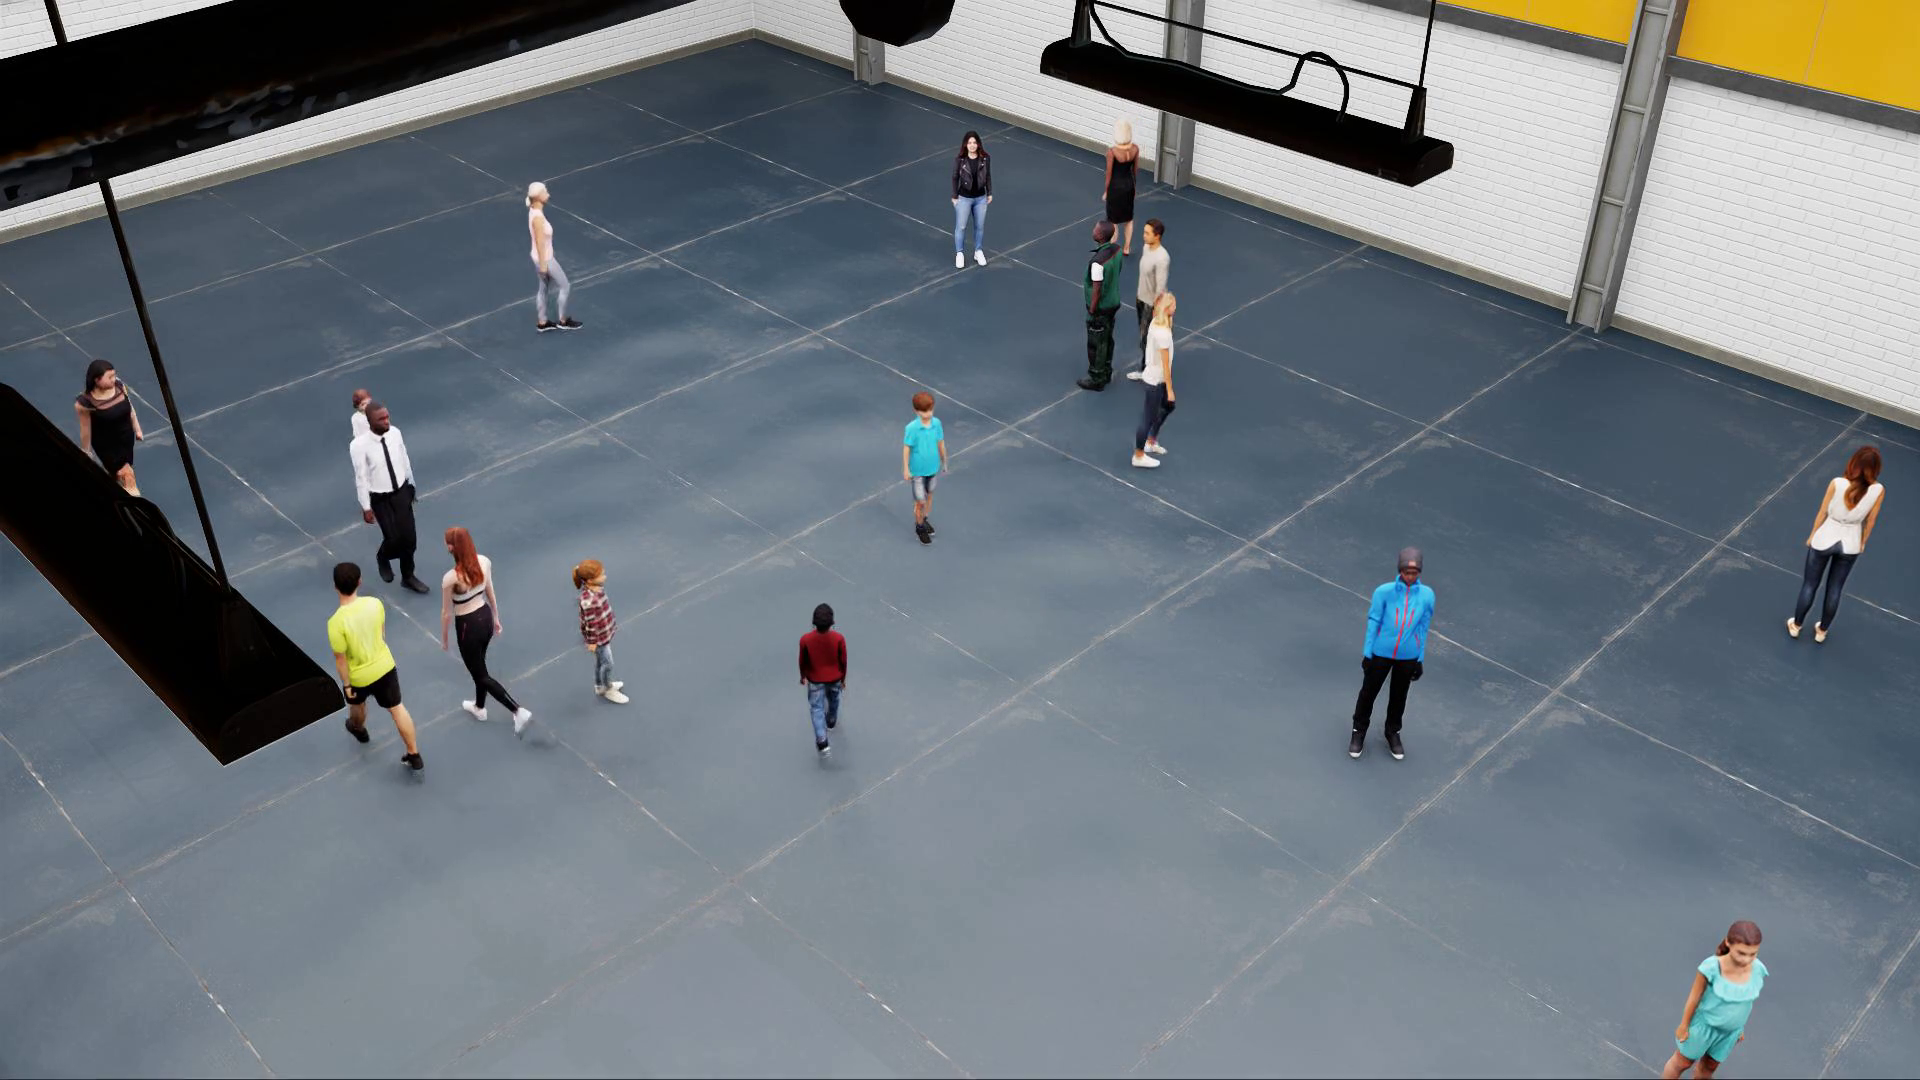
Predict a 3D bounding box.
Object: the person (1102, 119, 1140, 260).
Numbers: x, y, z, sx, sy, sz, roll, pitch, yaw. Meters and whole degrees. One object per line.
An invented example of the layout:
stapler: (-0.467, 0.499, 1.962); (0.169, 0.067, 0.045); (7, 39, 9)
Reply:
person: (1.909, -4.140, 19.715); (0.647, 1.748, 0.611); (-15, 37, -22)

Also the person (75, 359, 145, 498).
person: (-7.630, -0.857, 14.850); (1.206, 1.666, 0.957); (17, 37, 23)

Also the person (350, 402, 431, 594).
person: (-4.849, -0.368, 13.975); (0.818, 1.820, 0.718); (23, 40, 30)

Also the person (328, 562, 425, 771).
person: (-4.246, 0.965, 12.113); (1.135, 1.661, 0.605); (27, 42, 35)

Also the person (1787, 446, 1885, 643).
person: (7.057, 0.042, 13.392); (0.606, 1.784, 0.714); (9, 35, 13)

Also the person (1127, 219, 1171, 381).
person: (1.995, -2.465, 17.142); (0.847, 1.806, 0.762); (-8, 34, -12)

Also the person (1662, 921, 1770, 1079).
person: (4.314, 2.754, 9.515); (0.633, 1.558, 0.691); (0, 34, -1)

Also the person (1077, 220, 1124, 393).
person: (1.455, -2.404, 17.021); (0.714, 1.840, 0.752); (16, 37, 23)

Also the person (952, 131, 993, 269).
person: (0.134, -4.041, 19.669); (0.734, 1.634, 0.742); (-8, 34, -11)

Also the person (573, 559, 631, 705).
person: (-2.820, 0.700, 12.840); (0.708, 1.298, 0.654); (0, 34, 0)

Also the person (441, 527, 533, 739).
person: (-3.556, 0.713, 12.431); (1.091, 1.730, 0.773); (17, 37, 24)

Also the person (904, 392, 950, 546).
person: (-0.356, -0.697, 14.810); (0.602, 1.443, 0.653); (-19, 38, -26)

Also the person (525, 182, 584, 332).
person: (-4.610, -3.051, 18.109); (0.773, 1.713, 0.746); (-12, 35, -17)

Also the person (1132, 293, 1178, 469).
person: (1.753, -1.488, 15.681); (0.797, 1.797, 0.743); (2, 34, 3)

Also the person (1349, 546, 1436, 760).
person: (3.184, 0.818, 12.216); (0.680, 1.793, 0.753); (2, 34, 3)

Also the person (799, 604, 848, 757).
person: (-1.011, 1.041, 12.379); (0.772, 1.240, 0.911); (-7, 34, -10)
